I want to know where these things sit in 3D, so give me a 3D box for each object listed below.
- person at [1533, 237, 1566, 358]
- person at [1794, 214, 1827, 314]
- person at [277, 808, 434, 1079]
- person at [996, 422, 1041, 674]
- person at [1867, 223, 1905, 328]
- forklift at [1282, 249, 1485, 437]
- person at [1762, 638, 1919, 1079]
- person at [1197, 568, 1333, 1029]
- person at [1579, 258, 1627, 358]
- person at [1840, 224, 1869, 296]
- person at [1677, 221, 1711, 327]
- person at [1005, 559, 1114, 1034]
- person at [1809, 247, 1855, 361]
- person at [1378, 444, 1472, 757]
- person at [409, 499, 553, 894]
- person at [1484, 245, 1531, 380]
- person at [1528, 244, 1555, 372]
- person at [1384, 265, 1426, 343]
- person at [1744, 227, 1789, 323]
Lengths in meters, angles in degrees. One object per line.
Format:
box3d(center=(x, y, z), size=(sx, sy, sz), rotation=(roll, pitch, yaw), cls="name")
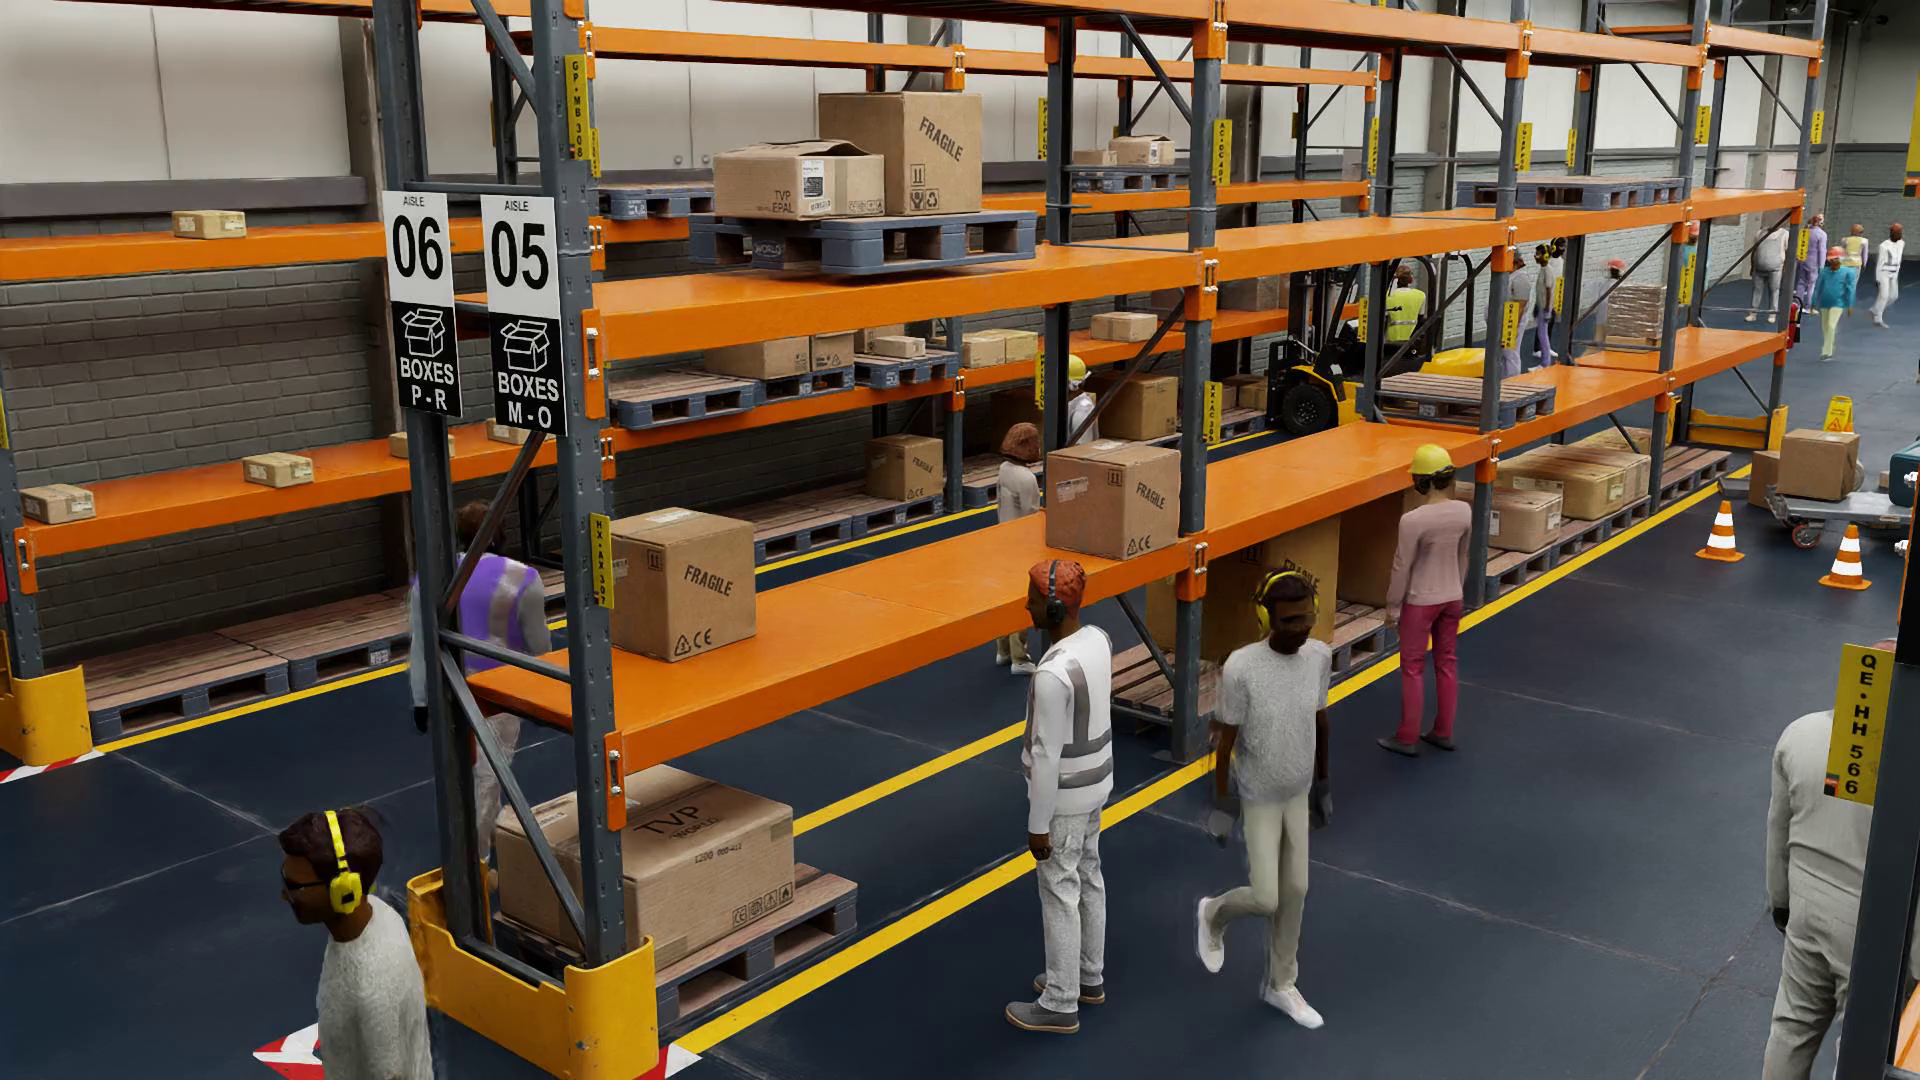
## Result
box3d(center=(9.134, -3.743, 25.693), size=(0.513, 1.861, 0.322), rotation=(-11, 18, -38), cls="person")
box3d(center=(16.369, -5.298, 31.941), size=(0.399, 1.899, 0.647), rotation=(-4, 14, -14), cls="person")
box3d(center=(-1.498, 1.536, 4.190), size=(0.405, 1.856, 0.556), rotation=(-7, 15, -26), cls="person")
box3d(center=(0.392, 0.050, 10.702), size=(0.276, 1.633, 0.507), rotation=(-5, 15, -21), cls="person")
box3d(center=(16.469, -4.698, 29.566), size=(0.612, 1.860, 0.531), rotation=(-6, 15, -23), cls="person")
box3d(center=(4.886, -2.214, 18.767), size=(2.313, 2.155, 1.214), rotation=(11, 18, 38), cls="forklift")
box3d(center=(2.897, 1.230, 5.339), size=(0.403, 1.906, 0.651), rotation=(-5, 15, -19), cls="person")
box3d(center=(1.189, 0.976, 6.497), size=(0.572, 1.849, 0.549), rotation=(-8, 16, -28), cls="person")
box3d(center=(9.051, -3.084, 23.311), size=(0.854, 1.715, 0.549), rotation=(-5, 15, -18), cls="person")
box3d(center=(17.896, -5.510, 33.353), size=(0.535, 1.625, 0.357), rotation=(9, 16, 32), cls="person")
box3d(center=(11.712, -4.086, 26.707), size=(0.619, 2.039, 0.392), rotation=(1, 14, 3), cls="person")
box3d(center=(0.400, 0.981, 6.412), size=(0.358, 1.880, 0.576), rotation=(6, 15, 24), cls="person")
box3d(center=(13.186, -3.576, 25.265), size=(0.697, 1.724, 0.602), rotation=(-8, 16, -31), cls="person")
box3d(center=(2.594, 0.339, 9.269), size=(0.532, 1.765, 0.333), rotation=(-7, 16, -27), cls="person")
box3d(center=(-2.195, 0.706, 7.732), size=(0.632, 1.787, 0.923), rotation=(3, 14, 13), cls="person")
box3d(center=(7.049, -2.808, 21.501), size=(0.535, 2.000, 0.677), rotation=(0, 14, 0), cls="person")
box3d(center=(8.423, -3.337, 24.048), size=(0.348, 1.859, 0.557), rotation=(3, 14, 12), cls="person")
box3d(center=(5.384, -2.423, 20.337), size=(0.564, 1.846, 0.390), rotation=(-1, 14, -4), cls="person")
box3d(center=(14.784, -4.999, 30.421), size=(0.674, 2.000, 0.537), rotation=(12, 18, 41), cls="person")
